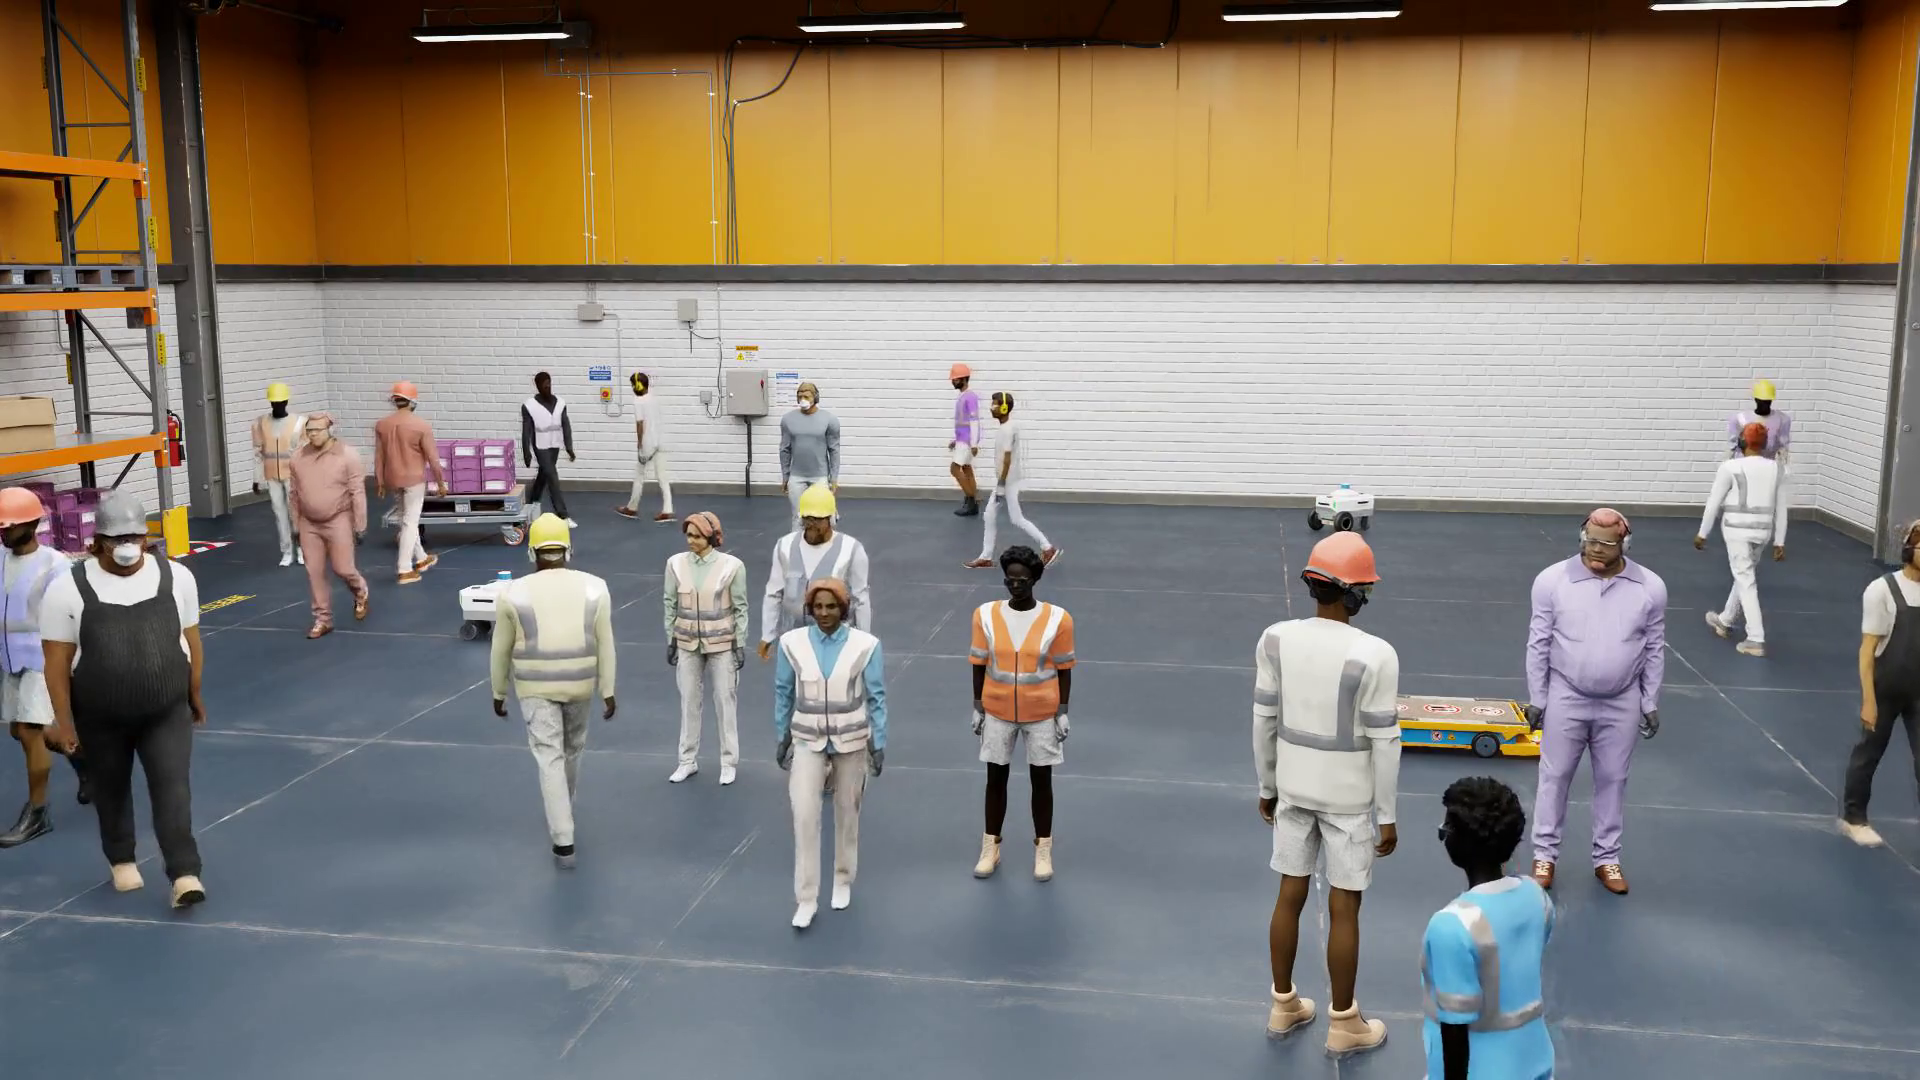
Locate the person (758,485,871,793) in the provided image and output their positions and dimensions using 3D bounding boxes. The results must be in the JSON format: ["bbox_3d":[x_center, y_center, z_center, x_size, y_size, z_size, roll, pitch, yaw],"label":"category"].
[{"bbox_3d":[-0.881,0.574,9.797,0.611,1.789,0.902,3,10,19],"label":"person"}]

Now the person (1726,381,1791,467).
[{"bbox_3d":[8.544,-0.762,17.811,0.591,1.872,0.848,1,9,9],"label":"person"}]

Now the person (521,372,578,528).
[{"bbox_3d":[-4.976,-1.087,19.907,1.016,1.867,0.584,7,11,36],"label":"person"}]

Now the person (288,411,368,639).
[{"bbox_3d":[-5.283,-0.146,13.958,0.654,1.890,0.646,1,9,4],"label":"person"}]

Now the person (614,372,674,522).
[{"bbox_3d":[-3.847,-1.125,20.258,0.948,1.809,0.526,6,11,32],"label":"person"}]

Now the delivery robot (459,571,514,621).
[{"bbox_3d":[-3.756,0.504,13.747,0.707,0.478,0.477,2,9,10],"label":"delivery robot"}]

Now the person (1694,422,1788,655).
[{"bbox_3d":[6.321,-0.036,13.450,0.596,1.829,1.002,-1,9,-9],"label":"person"}]

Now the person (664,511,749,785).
[{"bbox_3d":[-1.500,0.637,9.861,0.514,1.637,0.315,2,9,11],"label":"person"}]

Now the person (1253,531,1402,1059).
[{"bbox_3d":[1.443,0.978,6.495,0.612,2.041,0.394,9,13,43],"label":"person"}]

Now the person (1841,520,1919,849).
[{"bbox_3d":[4.830,0.786,8.444,0.534,1.791,0.983,0,9,-3],"label":"person"}]

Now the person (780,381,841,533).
[{"bbox_3d":[-1.513,-0.632,16.805,0.629,1.940,0.376,2,9,11],"label":"person"}]

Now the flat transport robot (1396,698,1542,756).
[{"bbox_3d":[3.023,1.179,10.728,1.431,0.197,0.652,2,9,10],"label":"flat transport robot"}]

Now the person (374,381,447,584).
[{"bbox_3d":[-5.376,-0.590,16.470,0.633,1.960,0.917,3,10,19],"label":"person"}]

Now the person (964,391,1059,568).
[{"bbox_3d":[0.543,-0.600,16.954,0.902,1.843,0.512,-1,9,-8],"label":"person"}]

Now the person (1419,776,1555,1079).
[{"bbox_3d":[1.460,1.469,4.662,0.544,1.644,0.901,-7,12,-38],"label":"person"}]

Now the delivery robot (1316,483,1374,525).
[{"bbox_3d":[4.511,-0.419,19.472,0.707,0.478,0.477,-6,11,-33],"label":"delivery robot"}]

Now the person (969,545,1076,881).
[{"bbox_3d":[0.306,0.858,8.304,0.536,1.696,0.322,2,9,11],"label":"person"}]

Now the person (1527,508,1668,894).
[{"bbox_3d":[3.102,0.785,8.132,0.642,1.902,0.399,2,9,11],"label":"person"}]

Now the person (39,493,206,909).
[{"bbox_3d":[-3.935,0.752,7.905,0.702,2.000,0.984,-6,11,-33],"label":"person"}]

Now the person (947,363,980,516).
[{"bbox_3d":[0.049,-1.244,20.673,0.449,1.912,0.543,-1,9,-6],"label":"person"}]

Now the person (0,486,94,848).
[{"bbox_3d":[-4.957,0.641,9.013,0.547,1.916,0.758,4,10,21],"label":"person"}]

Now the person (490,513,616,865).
[{"bbox_3d":[-2.146,0.746,8.741,0.616,1.782,0.922,-4,10,-26],"label":"person"}]

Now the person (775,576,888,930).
[{"bbox_3d":[-0.608,0.987,7.723,0.540,1.614,0.674,0,9,1],"label":"person"}]

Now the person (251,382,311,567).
[{"bbox_3d":[-6.969,-0.667,17.118,0.592,1.910,0.442,0,9,-3],"label":"person"}]
